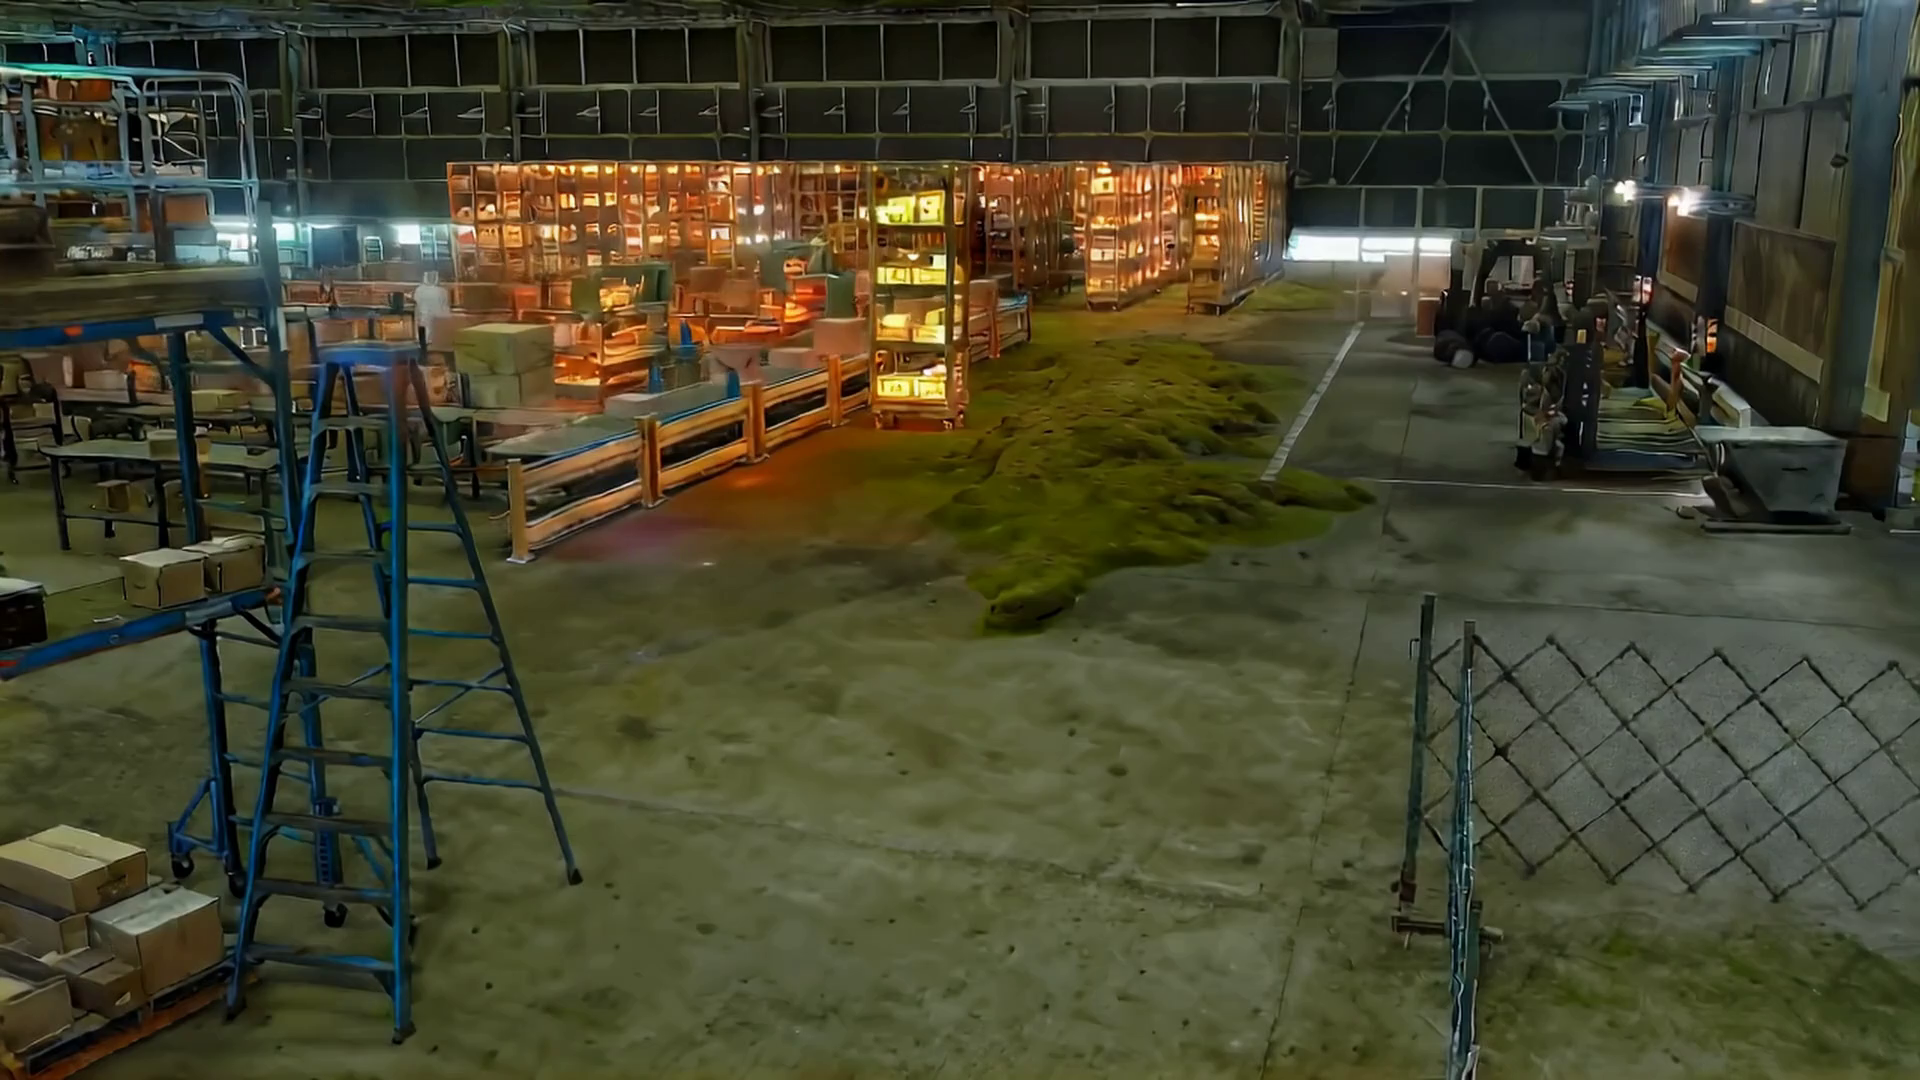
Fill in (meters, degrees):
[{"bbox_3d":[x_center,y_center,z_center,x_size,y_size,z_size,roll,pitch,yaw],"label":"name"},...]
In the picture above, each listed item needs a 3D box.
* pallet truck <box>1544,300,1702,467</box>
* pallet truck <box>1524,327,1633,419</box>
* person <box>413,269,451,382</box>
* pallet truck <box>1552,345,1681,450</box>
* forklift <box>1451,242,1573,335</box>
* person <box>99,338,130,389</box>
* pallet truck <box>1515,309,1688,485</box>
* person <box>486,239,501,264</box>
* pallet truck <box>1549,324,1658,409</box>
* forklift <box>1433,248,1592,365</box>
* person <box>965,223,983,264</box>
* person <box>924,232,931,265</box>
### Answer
[{"bbox_3d":[8.263,-1.952,20.631,1.885,1.965,0.823,5,14,20],"label":"pallet truck"},{"bbox_3d":[9.065,-2.460,24.370,1.522,1.261,0.704,3,13,14],"label":"pallet truck"},{"bbox_3d":[-8.860,-3.620,28.069,0.641,1.898,0.396,3,13,14],"label":"person"},{"bbox_3d":[8.641,-1.896,21.908,1.630,1.274,0.653,4,14,16],"label":"pallet truck"},{"bbox_3d":[10.464,-4.597,31.405,2.680,1.987,1.157,4,14,16],"label":"forklift"},{"bbox_3d":[-12.316,-2.791,24.159,0.391,2.040,0.615,2,13,8],"label":"person"},{"bbox_3d":[7.554,-1.677,19.446,1.885,1.965,0.823,3,13,14],"label":"pallet truck"},{"bbox_3d":[-11.488,-6.536,40.949,0.485,1.751,0.544,5,14,19],"label":"person"},{"bbox_3d":[9.824,-2.669,25.407,1.601,1.201,0.680,4,14,16],"label":"pallet truck"},{"bbox_3d":[9.780,-4.111,29.280,2.680,1.987,1.157,3,13,14],"label":"forklift"},{"bbox_3d":[0.406,-9.080,51.543,0.618,1.952,1.028,3,13,12],"label":"person"},{"bbox_3d":[-1.063,-8.633,49.858,0.484,1.825,0.600,6,15,26],"label":"person"}]
